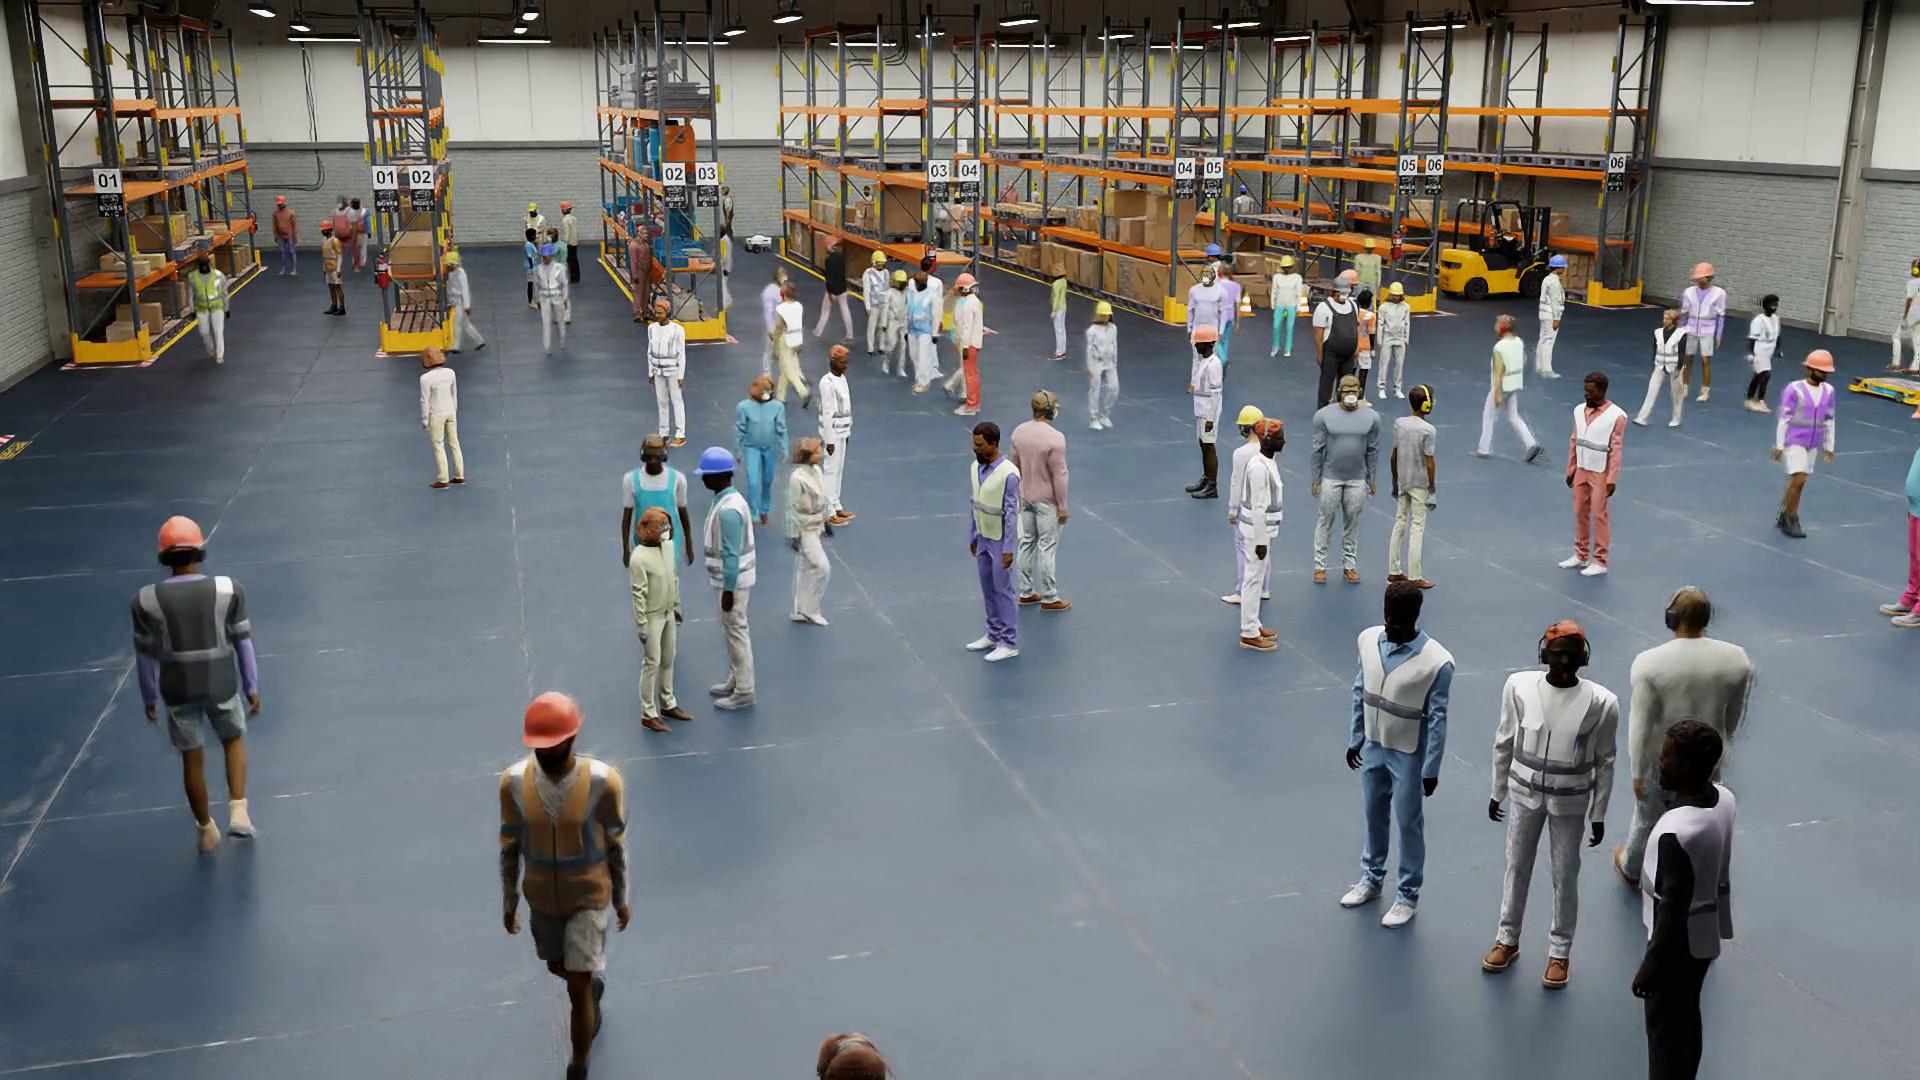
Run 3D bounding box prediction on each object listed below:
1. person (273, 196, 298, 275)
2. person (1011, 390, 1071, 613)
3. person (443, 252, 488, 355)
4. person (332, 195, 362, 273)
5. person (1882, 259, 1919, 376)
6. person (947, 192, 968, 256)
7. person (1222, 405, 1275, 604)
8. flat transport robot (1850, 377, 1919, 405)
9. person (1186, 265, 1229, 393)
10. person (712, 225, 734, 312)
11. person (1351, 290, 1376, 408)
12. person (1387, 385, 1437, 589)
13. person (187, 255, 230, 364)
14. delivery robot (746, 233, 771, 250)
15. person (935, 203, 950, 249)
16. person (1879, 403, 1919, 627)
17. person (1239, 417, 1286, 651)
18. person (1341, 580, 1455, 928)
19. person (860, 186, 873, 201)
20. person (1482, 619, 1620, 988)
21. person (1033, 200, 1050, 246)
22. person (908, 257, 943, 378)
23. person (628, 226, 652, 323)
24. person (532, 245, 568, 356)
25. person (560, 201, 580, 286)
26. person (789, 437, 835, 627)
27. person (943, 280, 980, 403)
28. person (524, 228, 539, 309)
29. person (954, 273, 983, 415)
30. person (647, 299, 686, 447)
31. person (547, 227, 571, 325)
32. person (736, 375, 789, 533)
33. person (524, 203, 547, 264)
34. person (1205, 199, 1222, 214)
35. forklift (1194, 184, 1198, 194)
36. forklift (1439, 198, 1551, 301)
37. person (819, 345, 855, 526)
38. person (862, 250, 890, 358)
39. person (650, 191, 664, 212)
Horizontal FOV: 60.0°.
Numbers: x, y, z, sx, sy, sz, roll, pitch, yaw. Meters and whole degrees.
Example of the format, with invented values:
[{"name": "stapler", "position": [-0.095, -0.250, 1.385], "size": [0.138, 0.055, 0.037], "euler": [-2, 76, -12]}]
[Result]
[{"name": "person", "position": [-16.959, -7.649, 41.815], "size": [0.613, 1.991, 0.392], "euler": [2, 15, 7]}, {"name": "person", "position": [0.705, -0.336, 14.396], "size": [0.370, 1.941, 0.627], "euler": [-12, 19, -39]}, {"name": "person", "position": [-8.648, -4.130, 28.965], "size": [0.777, 1.791, 0.599], "euler": [-8, 17, -28]}, {"name": "person", "position": [-15.618, -7.772, 42.182], "size": [0.698, 2.000, 1.035], "euler": [2, 15, 8]}, {"name": "person", "position": [15.325, -3.593, 26.821], "size": [0.537, 1.845, 0.701], "euler": [-4, 15, -14]}, {"name": "person", "position": [-0.056, -8.340, 44.538], "size": [0.589, 1.928, 0.384], "euler": [6, 16, 21]}, {"name": "person", "position": [2.547, -0.310, 14.646], "size": [0.528, 1.759, 0.336], "euler": [-12, 19, -39]}, {"name": "flat transport robot", "position": [14.011, -2.227, 24.708], "size": [0.652, 0.197, 1.431], "euler": [-3, 15, -11]}, {"name": "person", "position": [3.700, -3.158, 25.015], "size": [0.632, 1.940, 0.372], "euler": [7, 16, 25]}, {"name": "person", "position": [-4.965, -5.707, 34.886], "size": [0.516, 1.812, 0.668], "euler": [-7, 16, -24]}, {"name": "person", "position": [5.773, -2.757, 23.976], "size": [0.318, 1.694, 0.546], "euler": [-9, 17, -30]}, {"name": "person", "position": [4.125, -0.482, 15.079], "size": [0.320, 1.871, 0.533], "euler": [-9, 17, -30]}, {"name": "person", "position": [-12.635, -3.894, 28.012], "size": [0.632, 1.829, 0.520], "euler": [-5, 16, -17]}, {"name": "delivery robot", "position": [-5.811, -8.636, 48.102], "size": [0.707, 0.478, 0.477], "euler": [-12, 19, -38]}, {"name": "person", "position": [-0.623, -9.575, 49.253], "size": [0.435, 1.889, 0.560], "euler": [1, 15, 5]}, {"name": "person", "position": [8.118, -0.254, 13.998], "size": [0.393, 1.985, 0.611], "euler": [4, 15, 14]}, {"name": "person", "position": [2.443, -0.057, 13.454], "size": [0.359, 1.883, 0.573], "euler": [4, 15, 15]}, {"name": "person", "position": [2.357, 1.125, 8.960], "size": [0.397, 1.911, 0.587], "euler": [-11, 19, -36]}, {"name": "person", "position": [-2.728, -9.537, 49.194], "size": [0.511, 1.855, 0.323], "euler": [8, 17, 27]}, {"name": "person", "position": [2.940, 1.306, 8.319], "size": [0.584, 1.884, 0.347], "euler": [10, 18, 32]}, {"name": "person", "position": [2.311, -8.692, 46.412], "size": [0.548, 1.625, 0.389], "euler": [-3, 15, -11]}, {"name": "person", "position": [-0.550, -3.526, 26.441], "size": [0.590, 1.919, 0.395], "euler": [5, 16, 19]}, {"name": "person", "position": [-6.320, -5.289, 33.122], "size": [0.400, 1.900, 0.644], "euler": [5, 16, 18]}, {"name": "person", "position": [-7.129, -4.213, 29.074], "size": [0.616, 1.909, 0.999], "euler": [-1, 15, -4]}, {"name": "person", "position": [-9.271, -7.025, 39.464], "size": [0.393, 1.990, 0.617], "euler": [3, 15, 9]}, {"name": "person", "position": [-1.214, -0.062, 13.959], "size": [0.477, 1.621, 0.534], "euler": [4, 15, 13]}, {"name": "person", "position": [0.066, -2.887, 24.213], "size": [0.447, 1.819, 0.602], "euler": [6, 16, 20]}, {"name": "person", "position": [-9.083, -5.756, 35.266], "size": [0.320, 1.692, 0.531], "euler": [-3, 15, -12]}, {"name": "person", "position": [0.117, -2.760, 23.439], "size": [0.413, 1.984, 0.623], "euler": [3, 15, 10]}, {"name": "person", "position": [-3.749, -2.133, 21.272], "size": [0.573, 1.880, 0.359], "euler": [8, 17, 28]}, {"name": "person", "position": [-7.881, -5.165, 32.601], "size": [0.623, 1.932, 0.374], "euler": [14, 20, 43]}, {"name": "person", "position": [-2.030, -0.893, 17.125], "size": [0.514, 1.602, 0.705], "euler": [-5, 16, -18]}, {"name": "person", "position": [-10.629, -7.514, 41.635], "size": [0.596, 1.825, 0.404], "euler": [2, 15, 8]}, {"name": "person", "position": [7.836, -10.054, 51.444], "size": [0.536, 1.691, 0.319], "euler": [-1, 15, -3]}, {"name": "forklift", "position": [7.392, -11.333, 53.972], "size": [1.873, 2.768, 1.129], "euler": [-4, 15, -15]}, {"name": "forklift", "position": [11.913, -6.508, 37.130], "size": [2.313, 2.155, 1.214], "euler": [-4, 15, -15]}, {"name": "person", "position": [-1.295, -1.097, 17.365], "size": [0.342, 1.882, 0.579], "euler": [3, 15, 12]}, {"name": "person", "position": [-1.408, -4.065, 28.636], "size": [0.404, 1.827, 0.600], "euler": [13, 20, 40]}, {"name": "person", "position": [-8.337, -8.759, 46.143], "size": [0.592, 1.918, 0.396], "euler": [13, 19, 39]}]
